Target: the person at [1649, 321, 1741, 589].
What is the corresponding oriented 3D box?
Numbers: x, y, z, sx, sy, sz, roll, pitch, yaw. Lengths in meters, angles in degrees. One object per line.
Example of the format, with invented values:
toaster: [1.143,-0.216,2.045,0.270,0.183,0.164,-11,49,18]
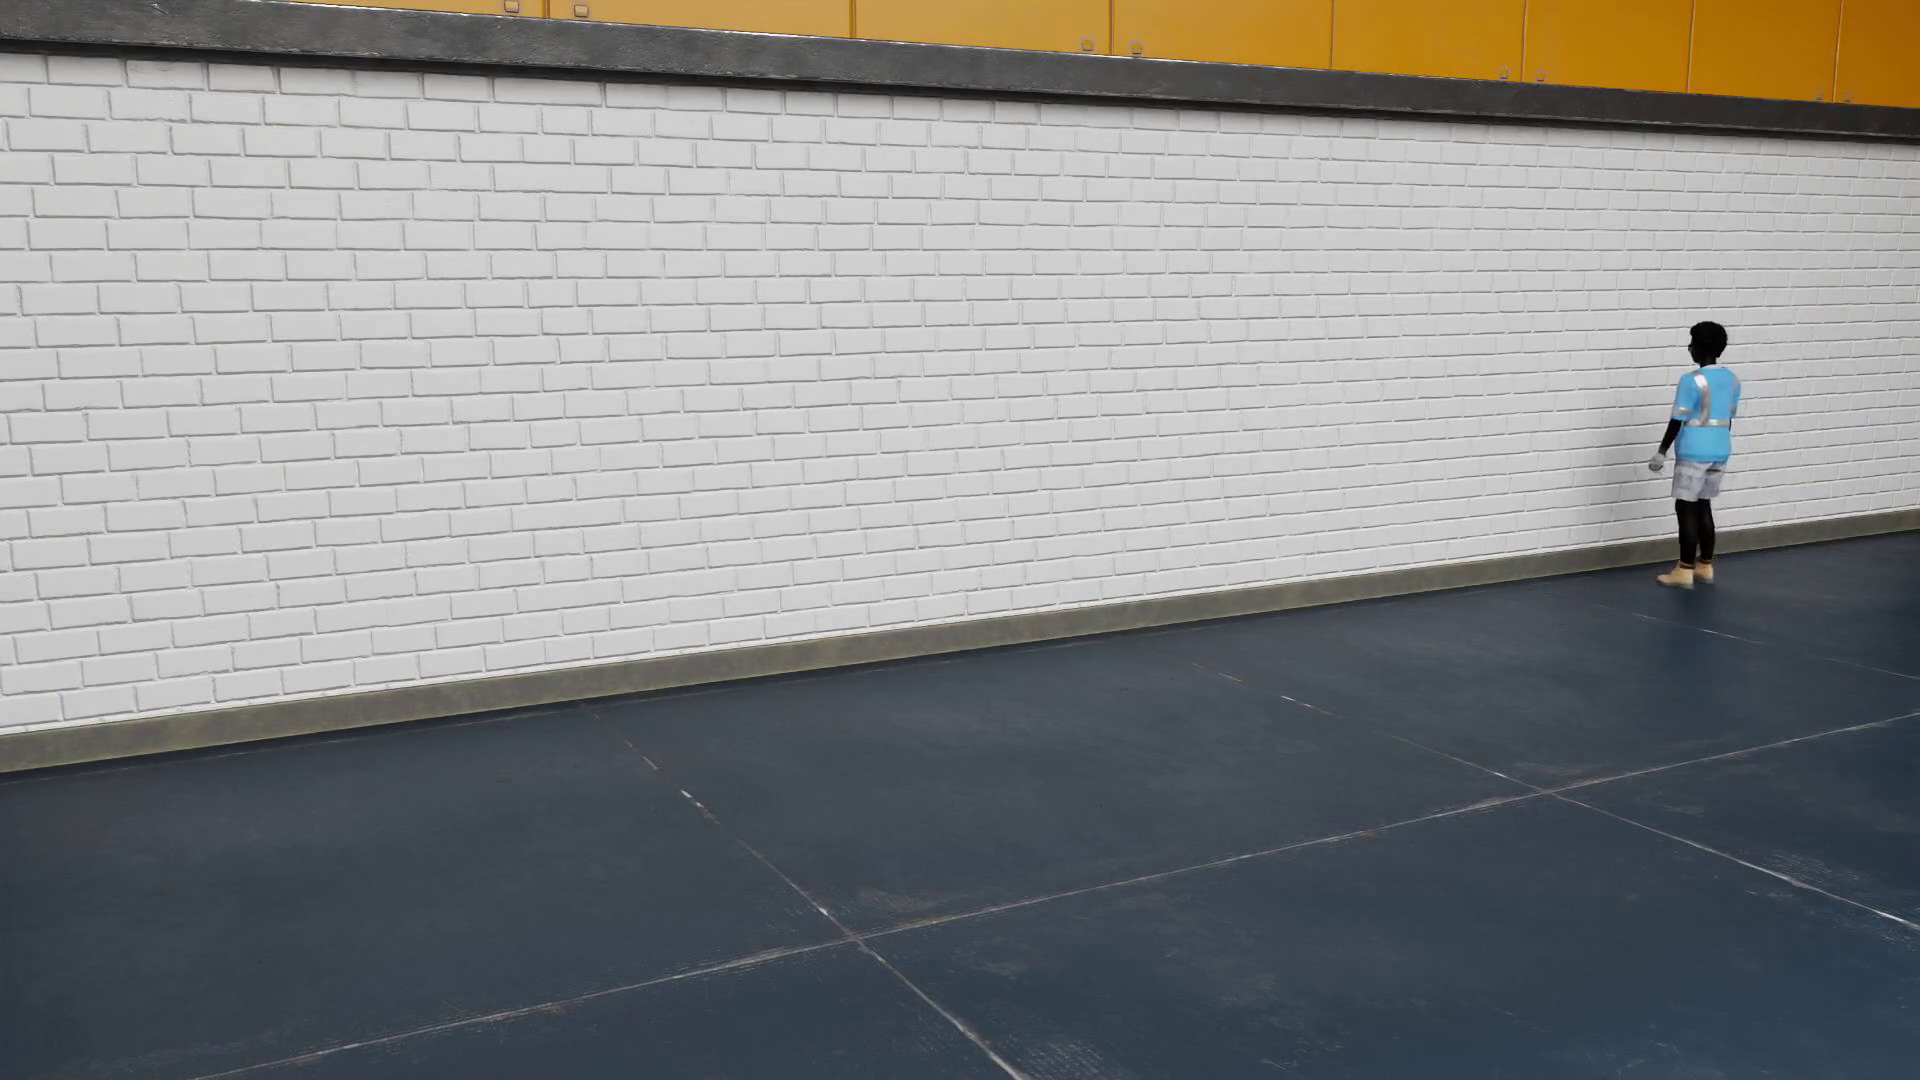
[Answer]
person: [4.651,-0.529,10.499,0.550,1.694,0.352,-6,12,-33]
